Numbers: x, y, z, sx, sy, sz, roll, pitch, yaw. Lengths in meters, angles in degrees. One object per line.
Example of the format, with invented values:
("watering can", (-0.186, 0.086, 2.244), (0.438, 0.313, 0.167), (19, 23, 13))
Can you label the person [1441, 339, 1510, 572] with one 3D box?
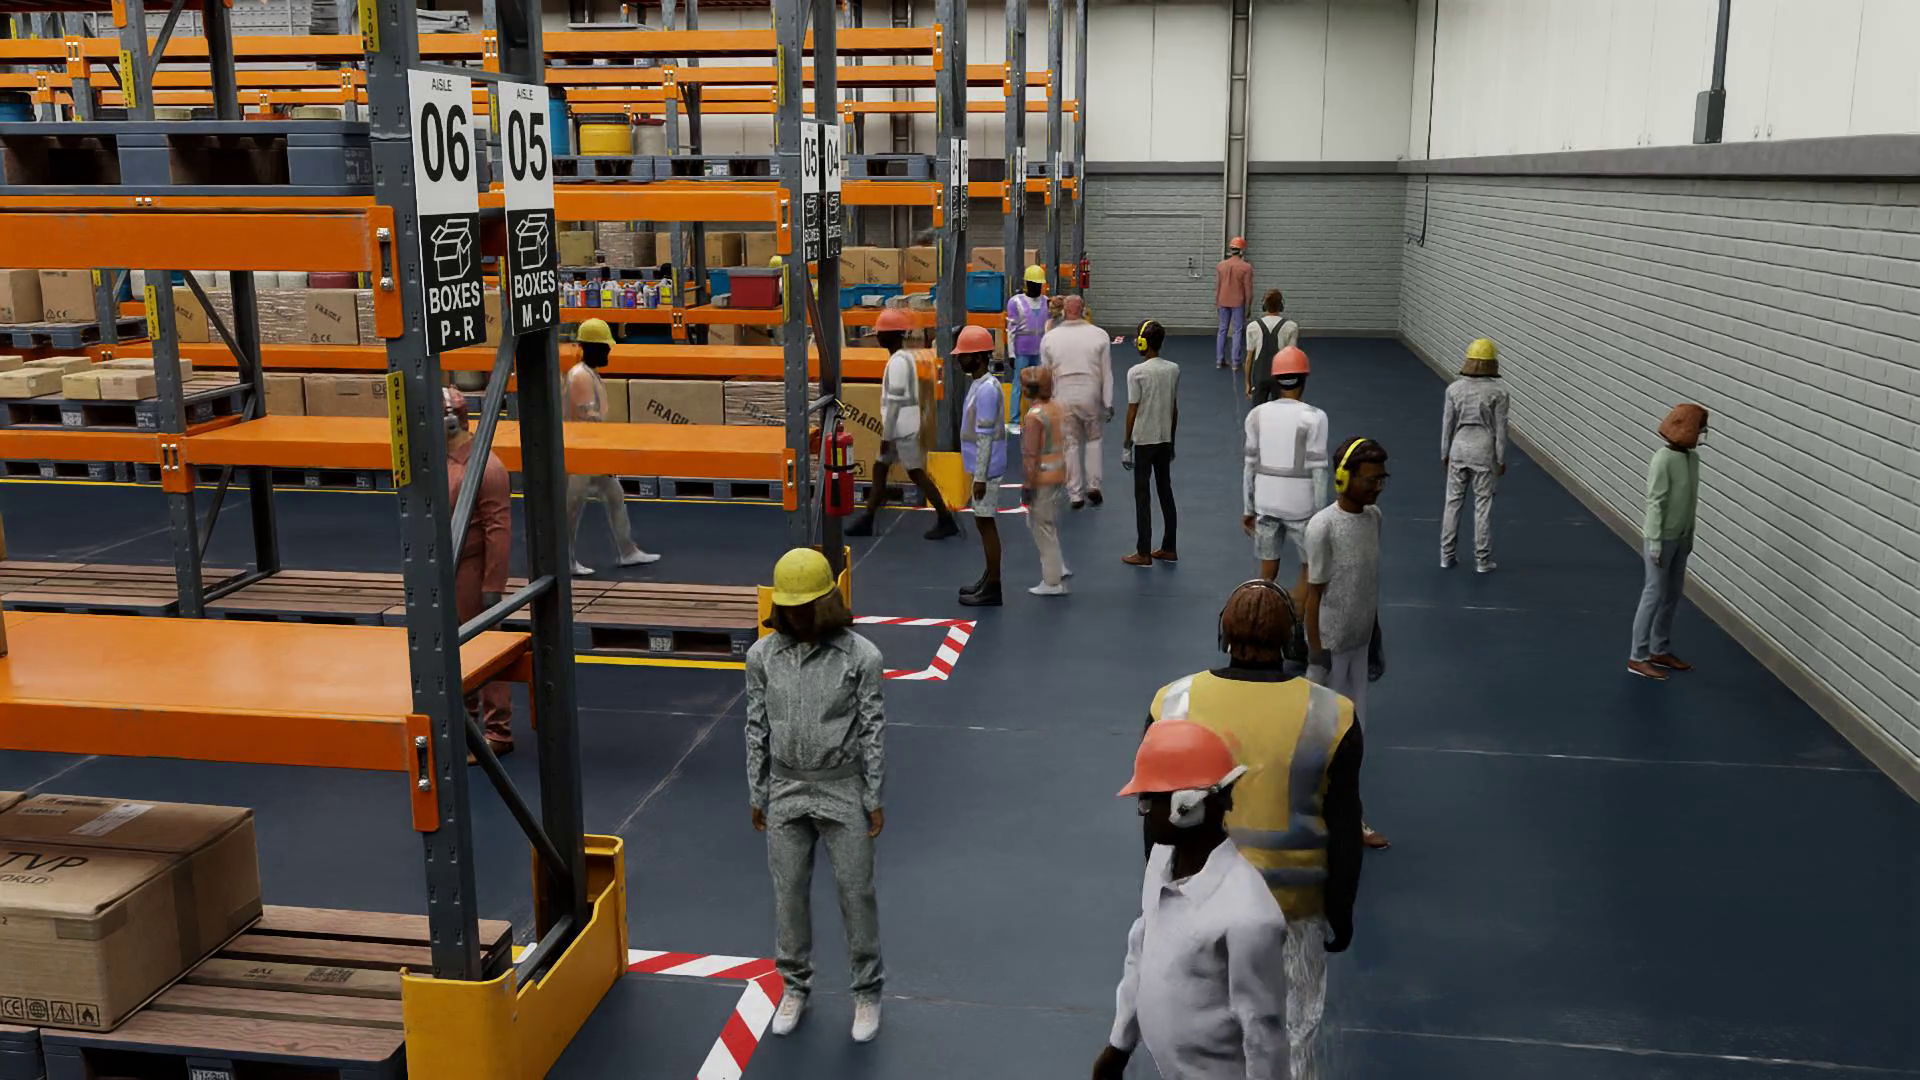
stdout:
("person", (3.851, -0.633, 12.433), (0.502, 1.735, 0.337), (10, 16, 38))

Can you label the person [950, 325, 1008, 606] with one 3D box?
("person", (0.127, -0.503, 11.415), (0.388, 1.929, 0.539), (-1, 13, -4))

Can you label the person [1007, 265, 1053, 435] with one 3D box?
("person", (0.813, -2.148, 18.860), (0.593, 1.917, 0.397), (-6, 14, -26))

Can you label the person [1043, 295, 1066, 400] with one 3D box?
("person", (1.088, -1.858, 18.197), (0.318, 1.631, 0.524), (-10, 16, -39))

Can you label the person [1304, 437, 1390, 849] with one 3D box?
("person", (1.669, 0.473, 7.173), (0.522, 1.857, 0.347), (-12, 17, -43))

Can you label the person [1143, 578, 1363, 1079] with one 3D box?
("person", (0.837, 1.011, 4.792), (0.627, 1.837, 0.428), (5, 13, 21))

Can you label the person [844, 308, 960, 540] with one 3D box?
("person", (-0.465, -0.921, 13.397), (1.005, 1.889, 0.569), (0, 12, -1))

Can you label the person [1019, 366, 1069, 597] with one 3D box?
("person", (0.588, -0.408, 11.624), (0.380, 1.622, 0.560), (5, 13, 21))

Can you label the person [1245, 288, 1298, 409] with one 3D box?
("person", (3.036, -1.532, 16.256), (0.504, 1.839, 0.350), (4, 13, 18))

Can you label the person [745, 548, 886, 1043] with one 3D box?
("person", (-0.498, 0.869, 5.664), (0.490, 1.730, 0.324), (2, 13, 10))

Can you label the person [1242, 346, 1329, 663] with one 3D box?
("person", (1.976, -0.204, 10.067), (0.579, 1.918, 0.470), (10, 16, 38))

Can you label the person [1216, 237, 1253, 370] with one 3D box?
("person", (4.148, -3.564, 25.106), (0.608, 1.986, 0.415), (10, 16, 38))

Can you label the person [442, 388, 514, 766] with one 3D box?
("person", (-2.521, 0.181, 8.367), (0.644, 1.904, 0.399), (11, 17, 41))

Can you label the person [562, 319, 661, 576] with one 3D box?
("person", (-2.621, -0.664, 12.222), (0.884, 1.891, 0.613), (-1, 13, -3))

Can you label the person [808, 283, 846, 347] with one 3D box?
("person", (-1.387, -1.760, 17.295), (0.404, 1.829, 0.599), (1, 13, 3))

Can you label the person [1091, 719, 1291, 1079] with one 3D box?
("person", (0.518, 1.264, 3.946), (0.877, 1.693, 0.562), (-2, 13, -10))

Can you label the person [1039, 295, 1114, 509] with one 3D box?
("person", (1.043, -1.233, 14.803), (0.665, 1.875, 0.641), (2, 13, 8))

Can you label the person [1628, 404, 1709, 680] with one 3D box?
("person", (4.191, 0.000, 9.819), (0.506, 1.626, 0.287), (-11, 17, -41))

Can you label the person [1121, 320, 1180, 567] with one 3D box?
("person", (1.442, -0.727, 12.577), (0.506, 1.861, 0.325), (-9, 15, -35))
